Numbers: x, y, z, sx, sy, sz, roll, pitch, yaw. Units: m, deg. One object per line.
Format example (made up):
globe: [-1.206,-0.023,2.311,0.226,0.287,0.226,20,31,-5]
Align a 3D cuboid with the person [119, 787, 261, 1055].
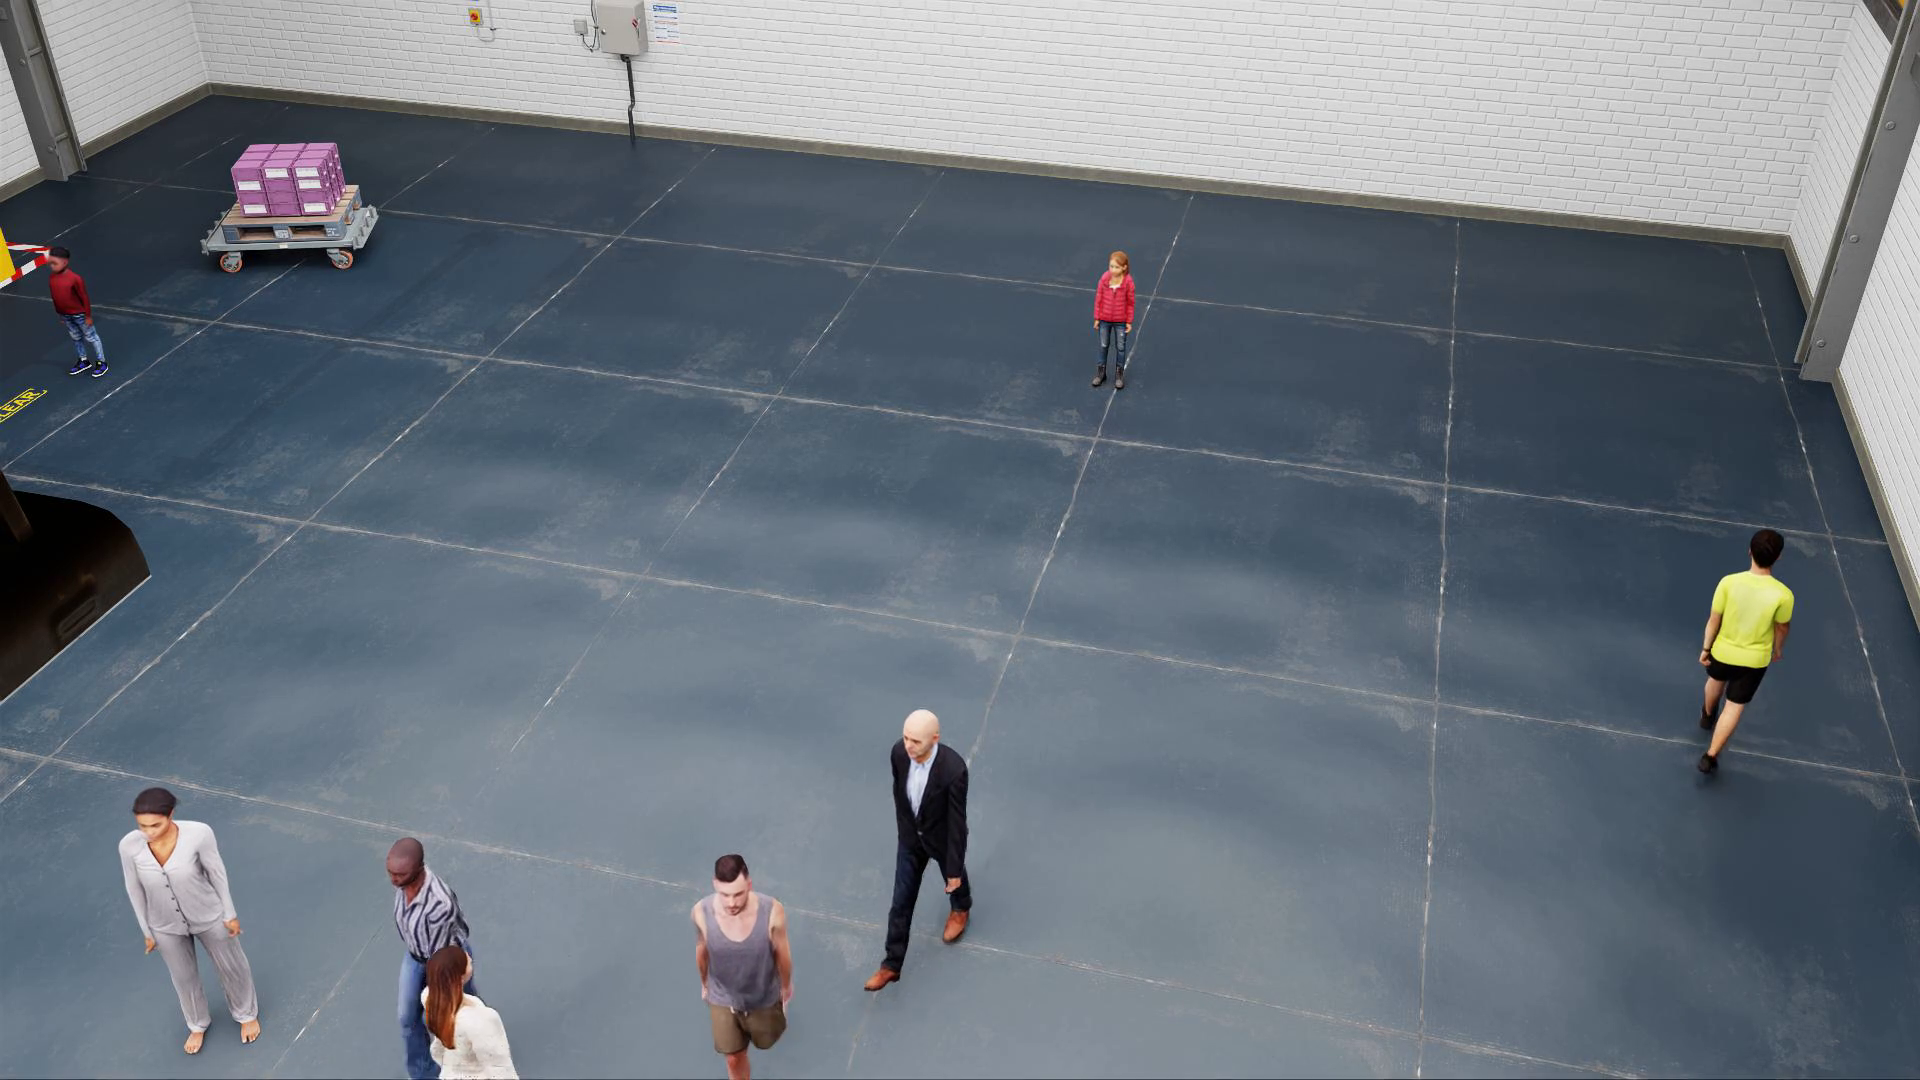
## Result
person: [-4.075,1.970,8.779,0.718,1.740,0.724,-9,35,-14]

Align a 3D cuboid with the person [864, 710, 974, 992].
person: [-0.107,1.627,9.283,0.892,1.754,1.228,17,37,24]

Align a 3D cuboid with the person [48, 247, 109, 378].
person: [-8.190,-2.129,15.383,0.499,1.255,0.472,9,35,13]

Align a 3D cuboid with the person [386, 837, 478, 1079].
person: [-2.574,2.132,8.506,0.790,1.773,0.938,22,40,30]

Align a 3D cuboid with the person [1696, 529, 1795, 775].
person: [5.006,0.751,10.670,0.886,1.676,1.174,21,39,28]

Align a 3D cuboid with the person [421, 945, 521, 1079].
person: [-2.354,2.625,7.859,1.112,1.668,0.949,-27,42,-35]

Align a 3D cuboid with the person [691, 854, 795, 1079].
person: [-1.075,2.196,8.415,0.823,1.825,1.162,0,34,0]

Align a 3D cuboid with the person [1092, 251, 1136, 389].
person: [1.406,-2.020,15.163,0.506,1.318,0.483,9,35,13]
